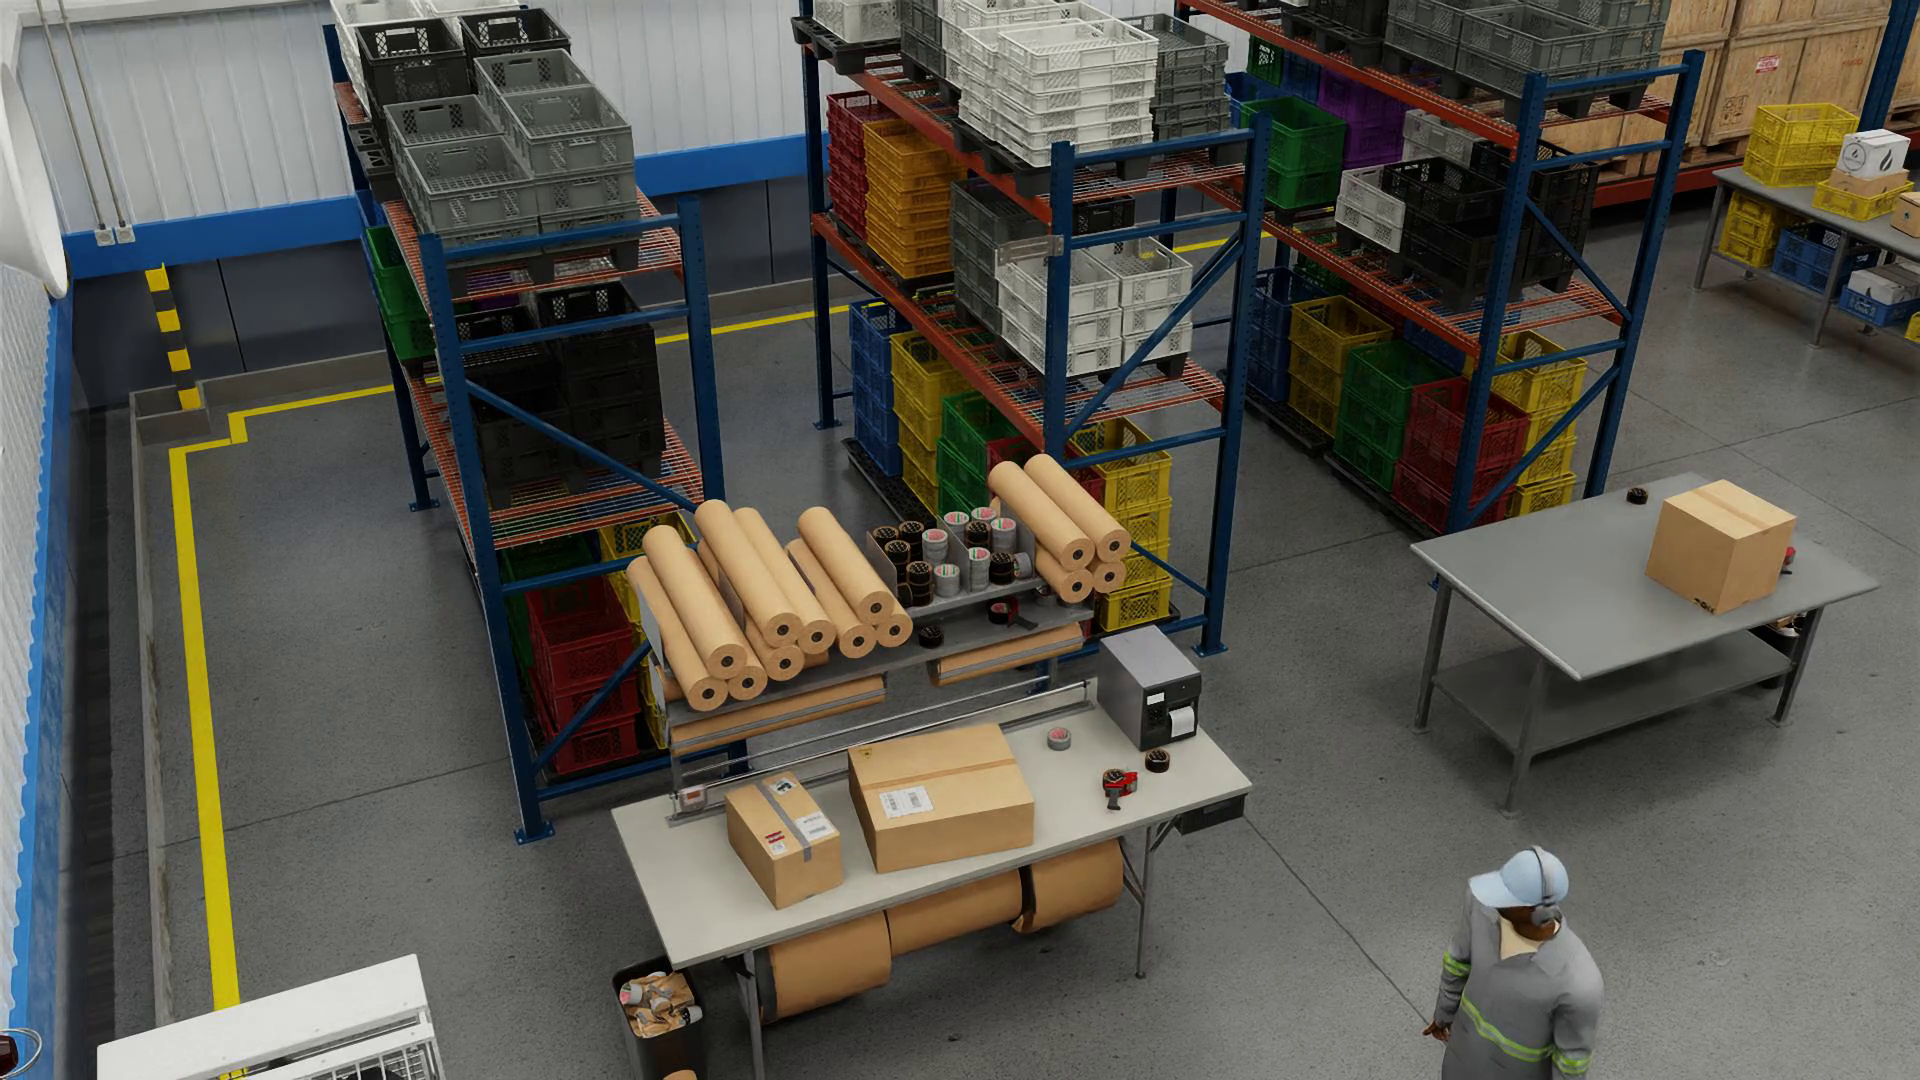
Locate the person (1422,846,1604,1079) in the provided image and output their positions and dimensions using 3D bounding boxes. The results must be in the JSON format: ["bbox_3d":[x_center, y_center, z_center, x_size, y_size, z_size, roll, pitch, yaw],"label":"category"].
[{"bbox_3d":[1.798,1.752,5.616,0.384,1.849,0.596,-15,35,-23],"label":"person"}]
